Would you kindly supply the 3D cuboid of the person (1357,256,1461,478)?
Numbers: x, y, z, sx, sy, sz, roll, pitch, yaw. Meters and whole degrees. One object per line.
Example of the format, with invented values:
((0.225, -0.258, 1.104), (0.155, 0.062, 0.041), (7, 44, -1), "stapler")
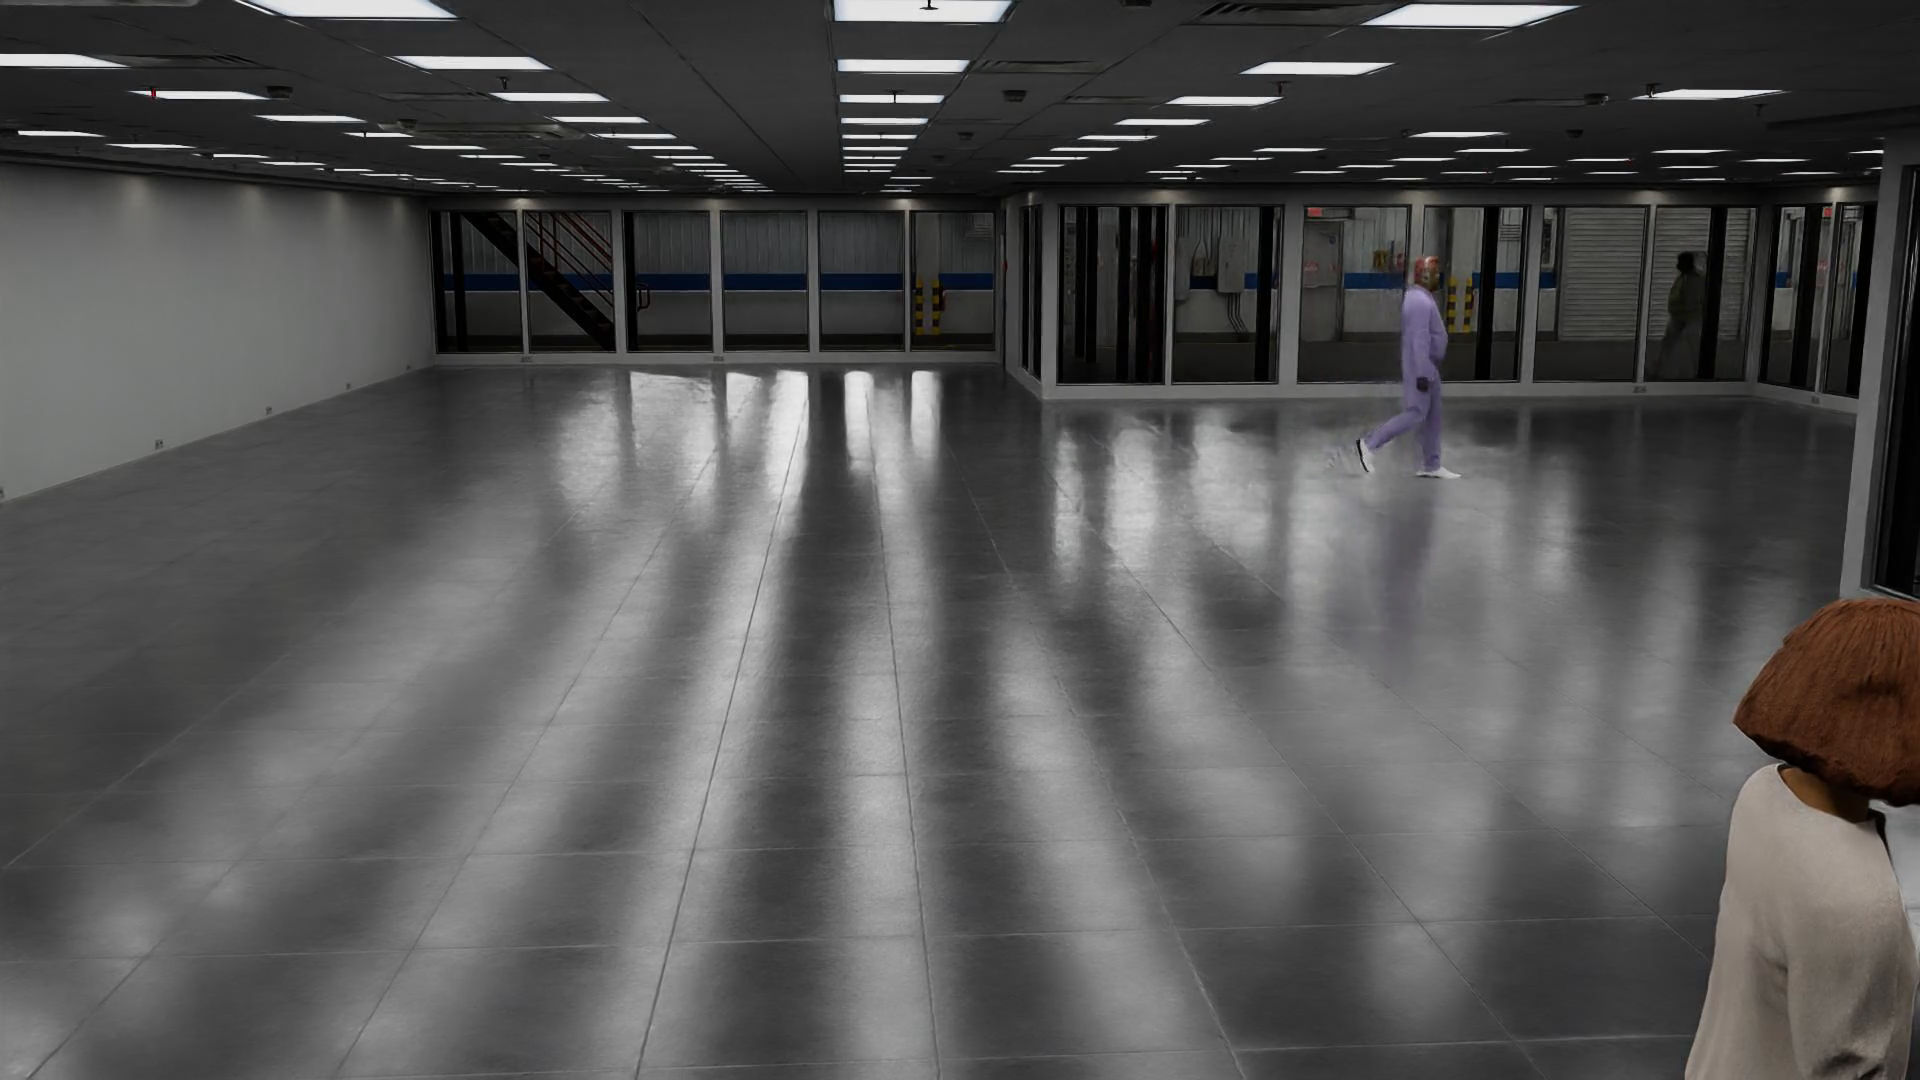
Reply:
((3.835, -1.447, 14.051), (0.787, 1.887, 0.650), (4, 11, 19), "person")

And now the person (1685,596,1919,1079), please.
((1.131, 0.870, 2.264), (0.288, 1.626, 0.497), (3, 11, 14), "person")
